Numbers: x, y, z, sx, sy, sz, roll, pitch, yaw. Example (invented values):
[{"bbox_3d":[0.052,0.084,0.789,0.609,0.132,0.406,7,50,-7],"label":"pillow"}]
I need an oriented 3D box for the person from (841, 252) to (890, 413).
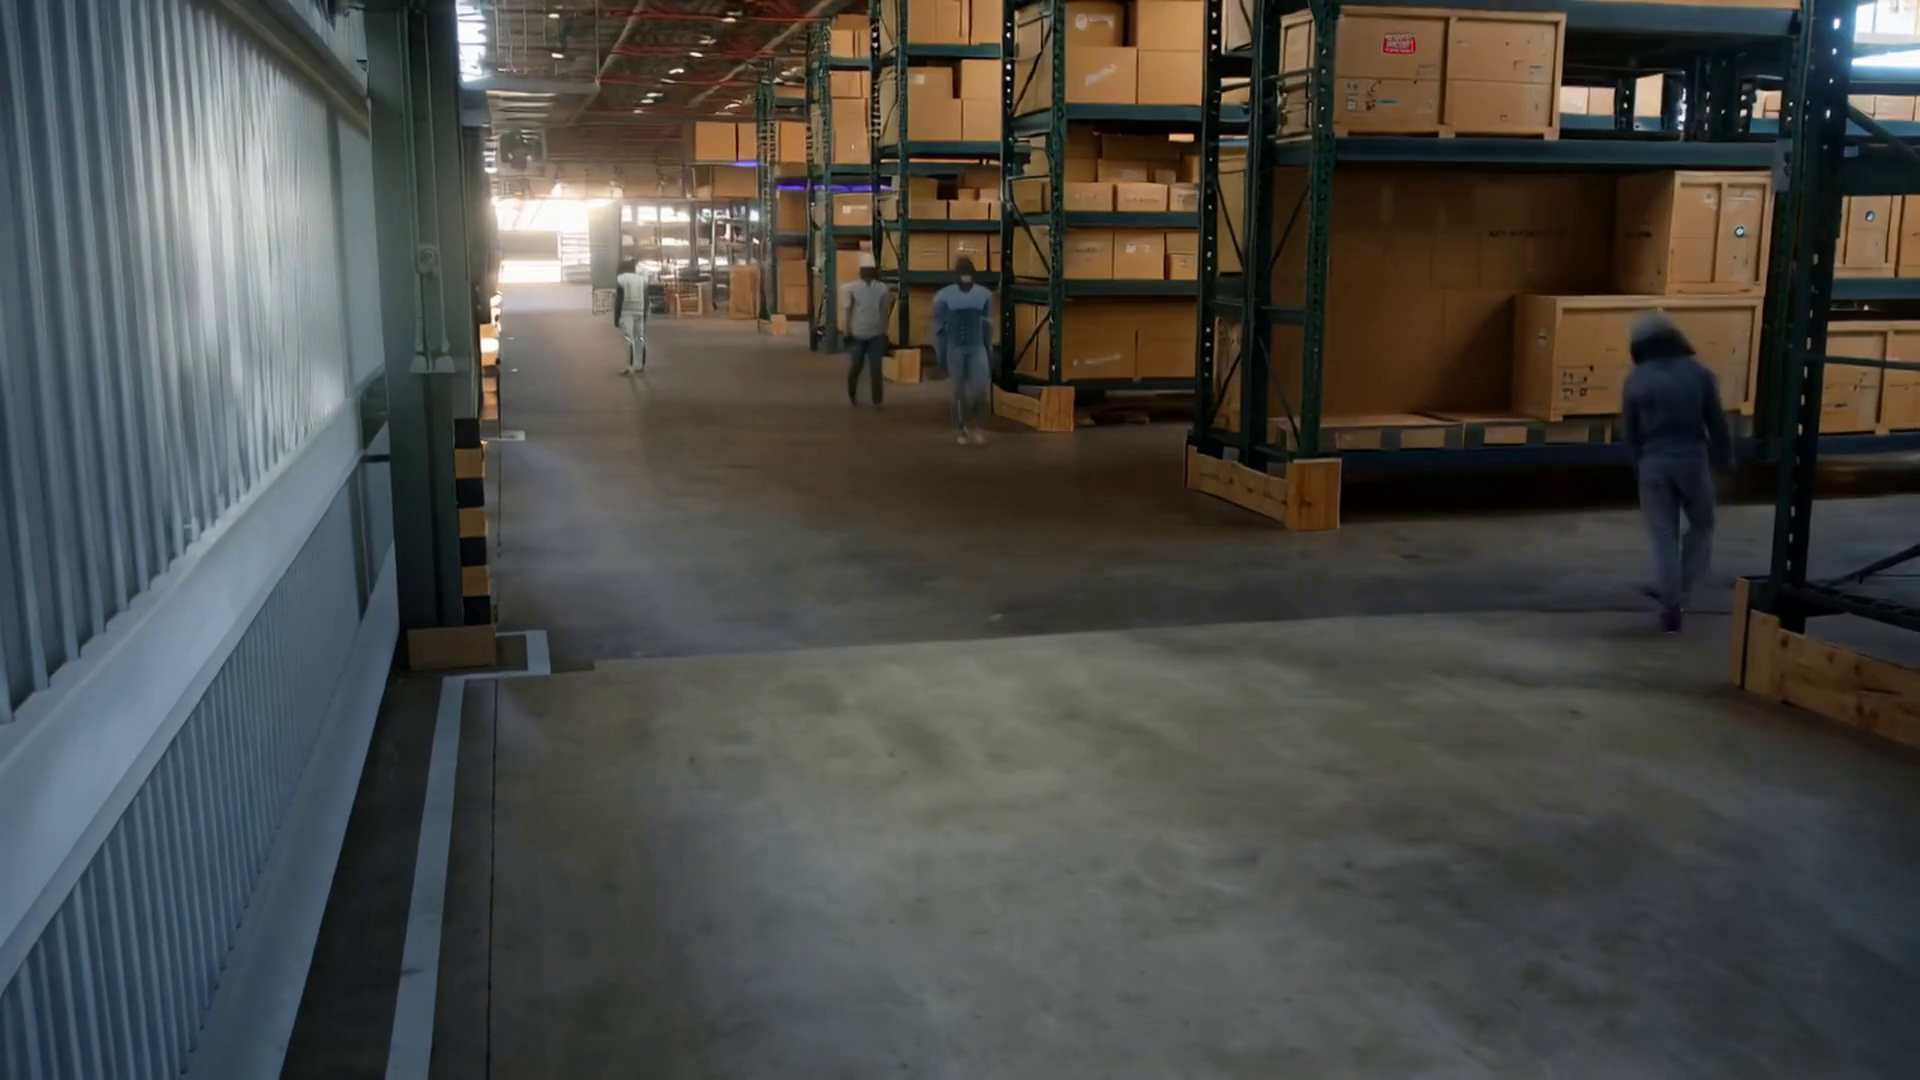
[{"bbox_3d":[-1.179,-2.573,20.547,0.631,1.965,0.907,-4,11,-20],"label":"person"}]

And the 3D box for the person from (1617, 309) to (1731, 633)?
[{"bbox_3d":[3.778,-0.382,8.892,0.554,1.682,0.782,1,10,7],"label":"person"}]

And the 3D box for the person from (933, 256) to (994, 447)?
[{"bbox_3d":[0.062,-1.876,16.714,0.665,1.915,0.645,-3,10,-16],"label":"person"}]

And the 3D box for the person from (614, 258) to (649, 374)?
[{"bbox_3d":[-5.233,-3.546,26.393,0.430,1.845,0.619,9,13,41],"label":"person"}]
